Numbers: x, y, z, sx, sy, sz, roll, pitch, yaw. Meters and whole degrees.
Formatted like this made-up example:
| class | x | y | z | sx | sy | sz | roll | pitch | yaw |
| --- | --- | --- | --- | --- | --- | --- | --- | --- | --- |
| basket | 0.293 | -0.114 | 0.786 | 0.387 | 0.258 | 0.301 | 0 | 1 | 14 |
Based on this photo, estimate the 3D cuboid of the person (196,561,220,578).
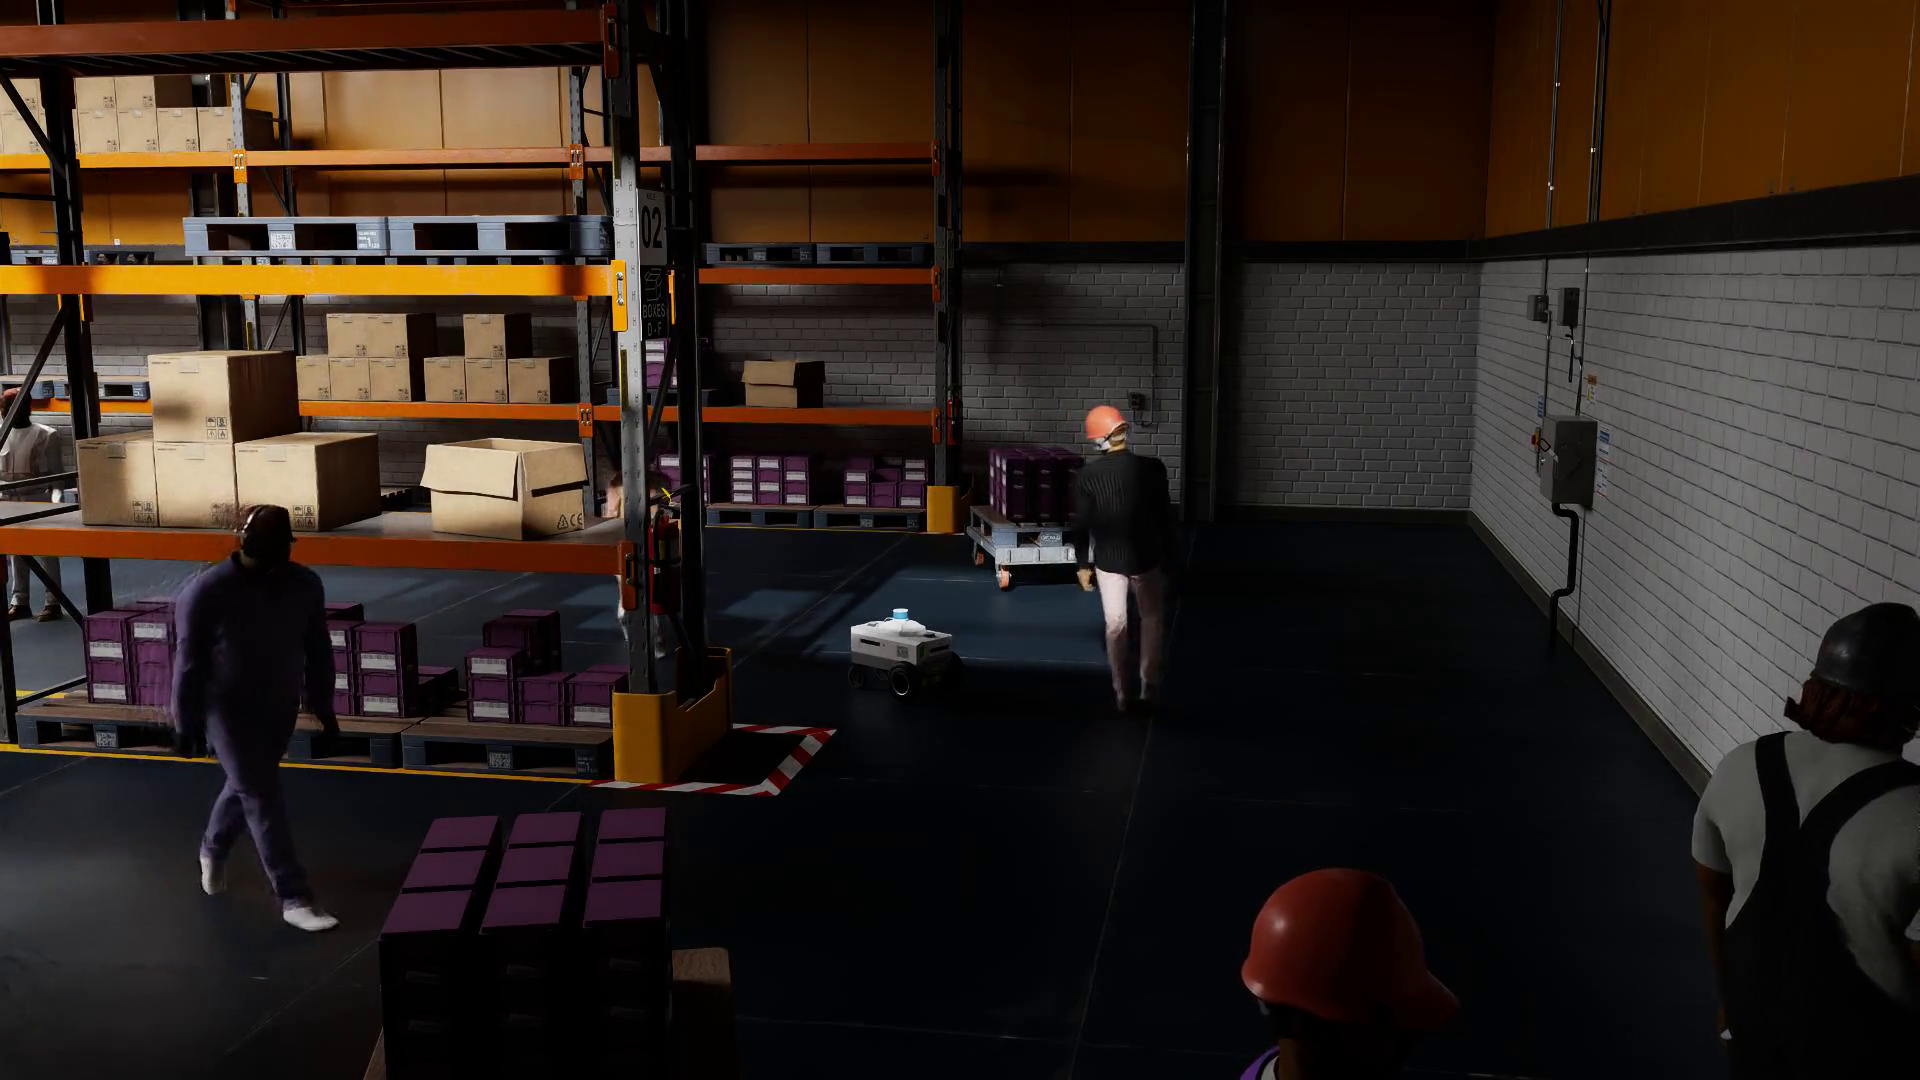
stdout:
| class | x | y | z | sx | sy | sz | roll | pitch | yaw |
| --- | --- | --- | --- | --- | --- | --- | --- | --- | --- |
| person | -5.098 | -0.016 | 11.580 | 0.996 | 1.911 | 0.620 | 2 | 9 | 11 |

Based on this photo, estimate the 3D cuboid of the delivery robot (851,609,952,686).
| class | x | y | z | sx | sy | sz | roll | pitch | yaw |
| --- | --- | --- | --- | --- | --- | --- | --- | --- | --- |
| delivery robot | -0.394 | 0.700 | 11.048 | 0.707 | 0.478 | 0.477 | 8 | 12 | 41 |

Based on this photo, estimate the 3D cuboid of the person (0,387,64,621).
| class | x | y | z | sx | sy | sz | roll | pitch | yaw |
| --- | --- | --- | --- | --- | --- | --- | --- | --- | --- |
| person | -7.478 | -0.285 | 13.331 | 0.572 | 1.886 | 0.354 | 0 | 9 | 2 |

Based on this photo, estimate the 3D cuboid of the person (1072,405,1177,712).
| class | x | y | z | sx | sy | sz | roll | pitch | yaw |
| --- | --- | --- | --- | --- | --- | --- | --- | --- | --- |
| person | 1.035 | 0.140 | 10.499 | 0.662 | 1.968 | 0.439 | 0 | 9 | 1 |

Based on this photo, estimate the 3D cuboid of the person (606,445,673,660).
| class | x | y | z | sx | sy | sz | roll | pitch | yaw |
| --- | --- | --- | --- | --- | --- | --- | --- | --- | --- |
| person | -2.365 | 0.028 | 12.266 | 0.508 | 1.604 | 0.814 | -3 | 10 | -20 |

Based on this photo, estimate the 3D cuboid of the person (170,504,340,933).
| class | x | y | z | sx | sy | sz | roll | pitch | yaw |
| --- | --- | --- | --- | --- | --- | --- | --- | --- | --- |
| person | -3.102 | 0.729 | 7.255 | 1.044 | 1.832 | 0.647 | 6 | 11 | 32 |

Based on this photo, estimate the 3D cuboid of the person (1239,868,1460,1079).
| class | x | y | z | sx | sy | sz | roll | pitch | yaw |
| --- | --- | --- | --- | --- | --- | --- | --- | --- | --- |
| person | 0.541 | 1.428 | 2.540 | 0.356 | 1.936 | 0.551 | 3 | 10 | 18 |
